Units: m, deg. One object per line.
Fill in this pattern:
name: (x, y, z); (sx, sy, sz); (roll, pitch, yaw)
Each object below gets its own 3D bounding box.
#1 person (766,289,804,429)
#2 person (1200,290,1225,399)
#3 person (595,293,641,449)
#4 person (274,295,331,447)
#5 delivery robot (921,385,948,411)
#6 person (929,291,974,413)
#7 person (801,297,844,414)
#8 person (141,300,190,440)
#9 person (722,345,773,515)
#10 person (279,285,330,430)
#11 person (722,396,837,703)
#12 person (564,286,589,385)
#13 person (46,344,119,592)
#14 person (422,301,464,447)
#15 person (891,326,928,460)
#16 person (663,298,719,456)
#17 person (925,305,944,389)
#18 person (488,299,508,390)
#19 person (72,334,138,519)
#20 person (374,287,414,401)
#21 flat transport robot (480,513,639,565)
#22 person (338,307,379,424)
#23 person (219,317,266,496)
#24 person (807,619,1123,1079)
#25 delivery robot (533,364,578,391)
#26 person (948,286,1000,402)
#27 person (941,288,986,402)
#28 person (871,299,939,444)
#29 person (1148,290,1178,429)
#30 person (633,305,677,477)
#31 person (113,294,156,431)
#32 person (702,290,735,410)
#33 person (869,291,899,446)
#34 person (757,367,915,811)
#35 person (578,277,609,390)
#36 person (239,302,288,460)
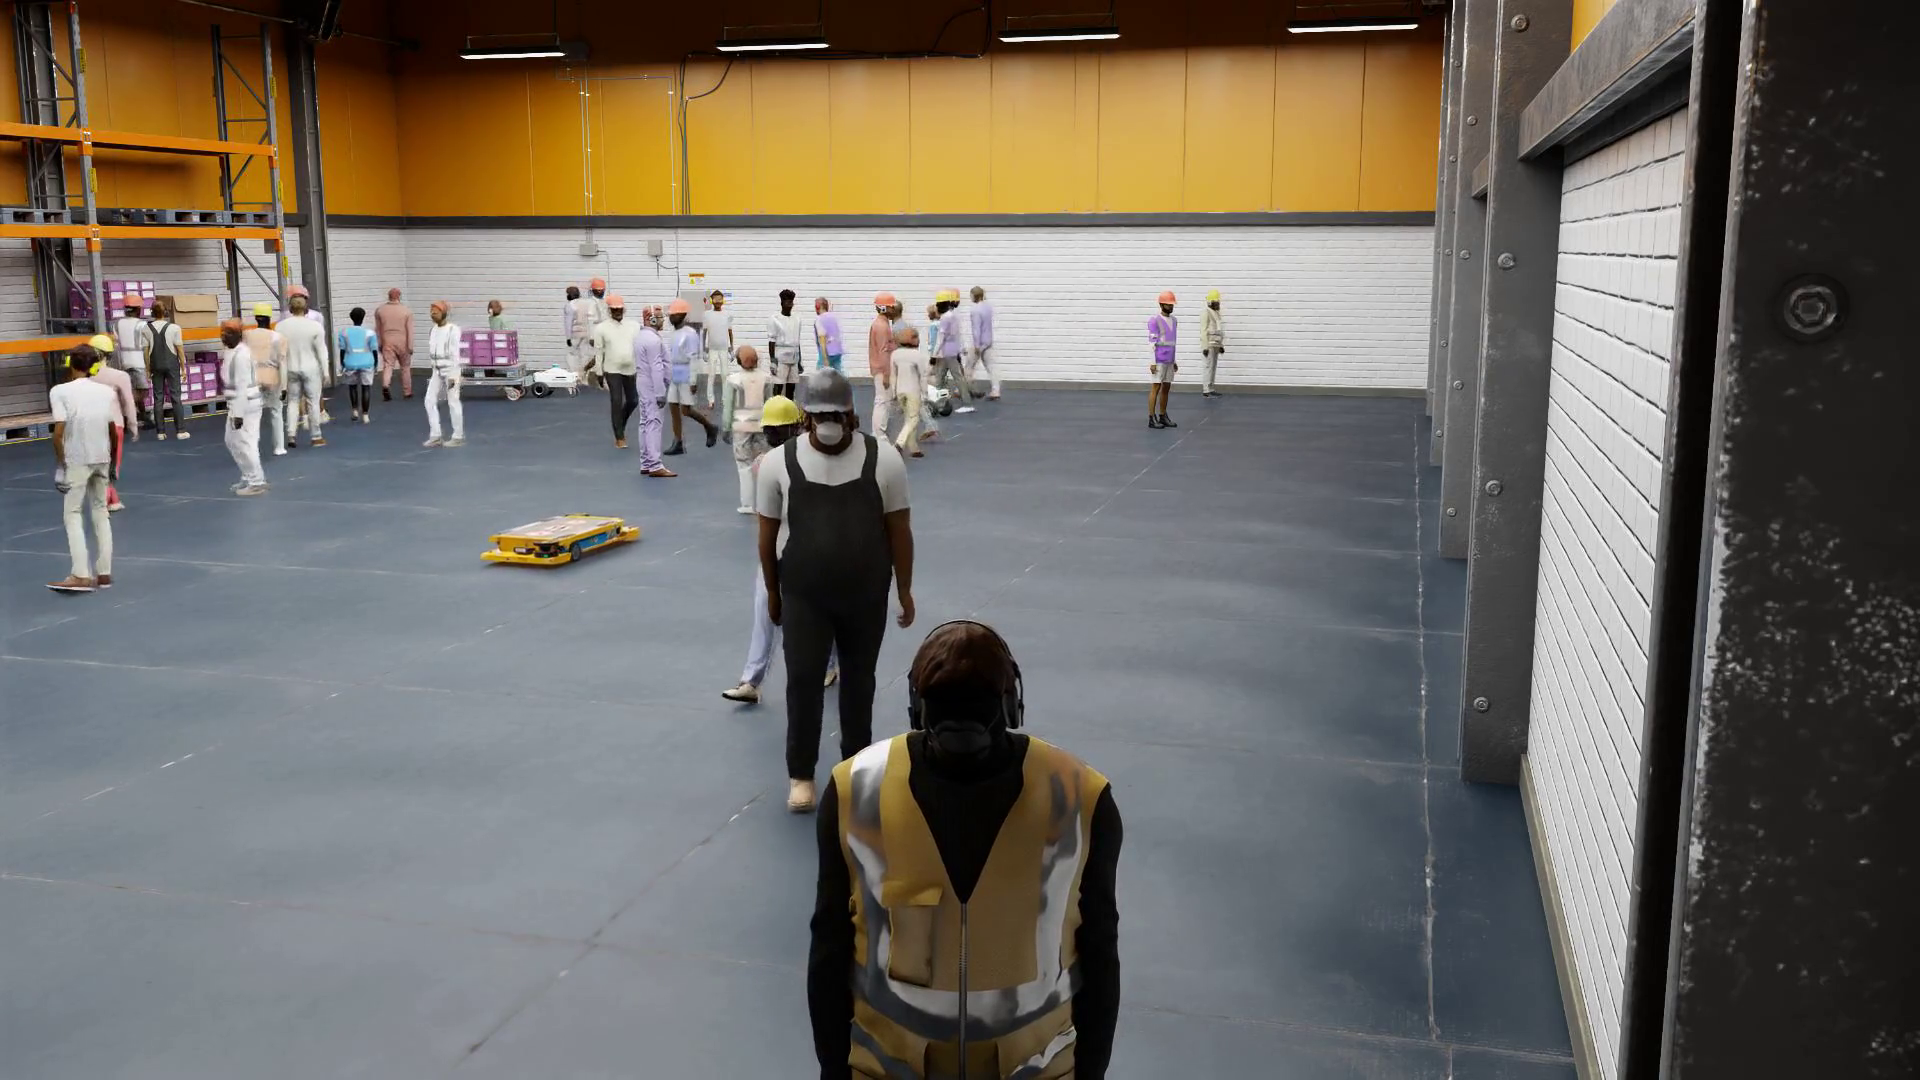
person: (-2.420, -2.509, 23.173); (0.367, 1.962, 0.609); (9, 13, 41)
person: (4.257, -3.295, 28.073); (0.405, 1.815, 0.624); (6, 12, 29)
person: (-4.359, -2.175, 21.265); (0.629, 1.971, 0.739); (-5, 11, -28)
person: (-8.333, -2.131, 21.116); (0.647, 1.938, 0.433); (0, 10, 1)
delivery robot: (-0.541, -2.161, 24.926); (0.707, 0.478, 0.477); (6, 12, 30)
person: (-0.243, -2.884, 25.572); (1.020, 1.862, 0.593); (2, 10, 11)
person: (-1.995, -2.721, 24.867); (0.971, 1.790, 0.599); (6, 12, 29)
person: (-10.510, -2.241, 21.995); (0.508, 1.847, 0.345); (-2, 10, -13)
person: (-2.021, -1.044, 15.853); (0.515, 1.627, 0.362); (-8, 13, -37)
person: (-9.211, -2.575, 23.424); (0.627, 1.999, 0.980); (-1, 10, -8)
person: (-0.971, 0.052, 9.363); (0.538, 1.719, 0.898); (5, 11, 28)
person: (-7.055, -3.740, 30.556); (0.545, 1.825, 0.692); (7, 12, 34)
person: (-6.545, -0.538, 12.405); (0.456, 1.828, 0.640); (6, 12, 30)
person: (-6.587, -2.085, 21.072); (0.580, 1.866, 0.649); (6, 12, 30)
person: (-0.624, -1.742, 19.835); (0.514, 1.611, 0.731); (8, 13, 37)
person: (-3.351, -2.008, 20.451); (0.543, 1.925, 0.686); (9, 14, 43)
person: (-0.396, -2.915, 26.417); (0.376, 1.623, 0.535); (2, 10, 13)
person: (-8.197, -3.493, 29.709); (0.524, 1.612, 0.423); (8, 13, 39)
person: (-8.099, -1.069, 15.709); (0.533, 1.733, 0.864); (-1, 10, -5)
person: (-9.434, -3.273, 27.760); (0.653, 1.882, 0.869); (-1, 10, -4)
flat transport robot: (-3.317, -0.020, 13.874); (0.652, 0.197, 1.431); (3, 11, 18)
person: (-8.695, -2.531, 24.108); (0.553, 1.672, 0.547); (-3, 10, -14)
person: (-7.332, -1.356, 16.981); (0.402, 1.844, 0.641); (-7, 12, -34)
person: (0.009, 1.060, 3.311); (0.626, 1.844, 0.429); (0, 10, 1)
delivery robot: (-6.853, -2.743, 28.224); (0.707, 0.478, 0.477); (0, 10, 1)
person: (0.241, -3.219, 27.387); (1.007, 1.887, 0.647); (6, 12, 30)
person: (-0.074, -3.123, 26.882); (0.992, 1.875, 0.548); (1, 10, 5)
person: (-0.750, -2.162, 21.428); (1.019, 1.896, 0.648); (0, 10, -2)
person: (2.887, -2.533, 23.389); (0.551, 1.934, 0.373); (-10, 14, -43)
person: (-3.394, -1.656, 18.503); (0.402, 1.911, 0.639); (-5, 11, -25)
person: (-11.375, -2.427, 22.877); (0.549, 1.913, 0.786); (2, 10, 14)
person: (-3.787, -2.969, 26.080); (0.514, 1.861, 0.328); (-3, 10, -16)
person: (-0.942, -2.086, 20.691); (0.381, 1.994, 0.622); (-1, 10, -8)
person: (-0.553, 0.208, 7.572); (0.703, 2.000, 0.723); (-2, 10, -10)
person: (-6.460, -3.635, 29.413); (0.616, 2.014, 0.635); (1, 10, 6)
person: (-8.378, -1.914, 20.006); (0.587, 1.897, 0.897); (-2, 10, -10)
